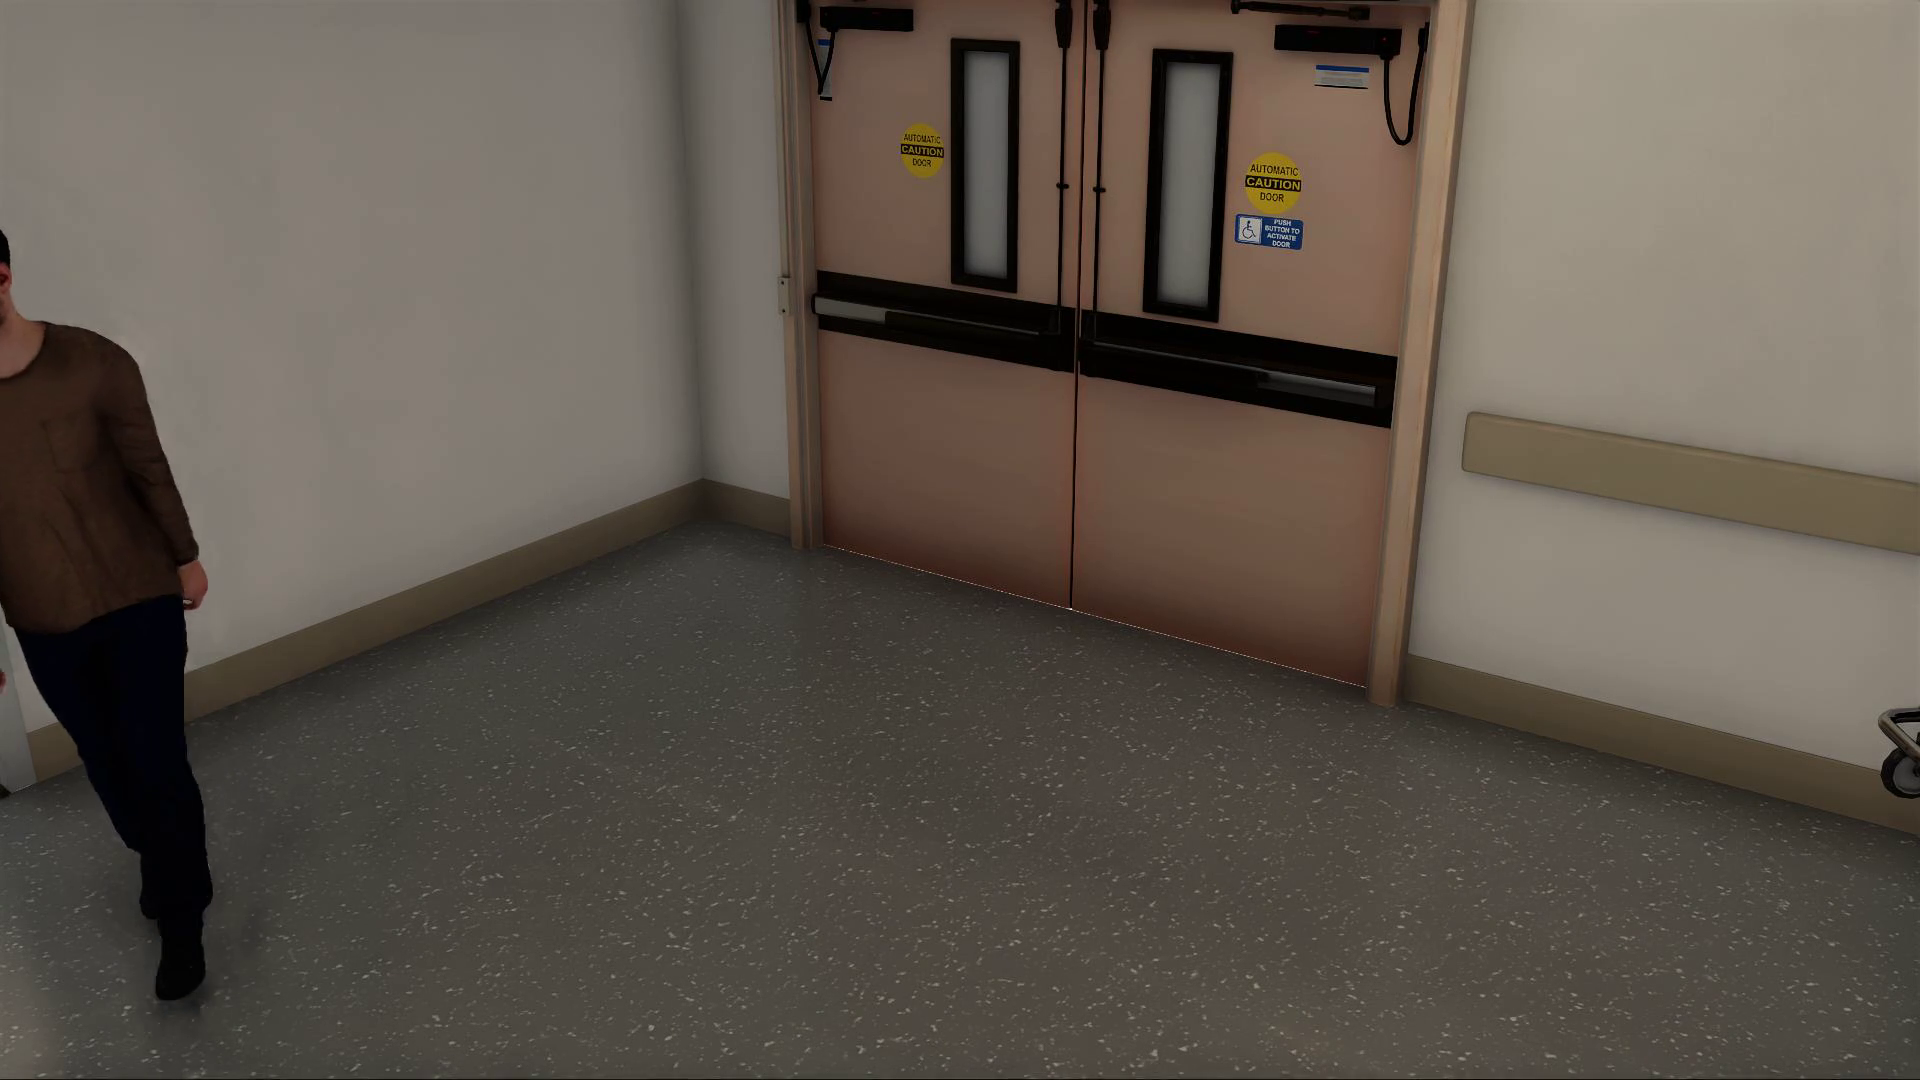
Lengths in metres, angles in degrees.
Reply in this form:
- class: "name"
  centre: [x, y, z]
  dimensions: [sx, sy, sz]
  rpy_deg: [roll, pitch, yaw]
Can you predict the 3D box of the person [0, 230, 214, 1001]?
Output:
- class: "person"
  centre: [-2.016, 0.122, 3.911]
  dimensions: [1.018, 1.822, 1.058]
  rpy_deg: [-7, 22, -17]
